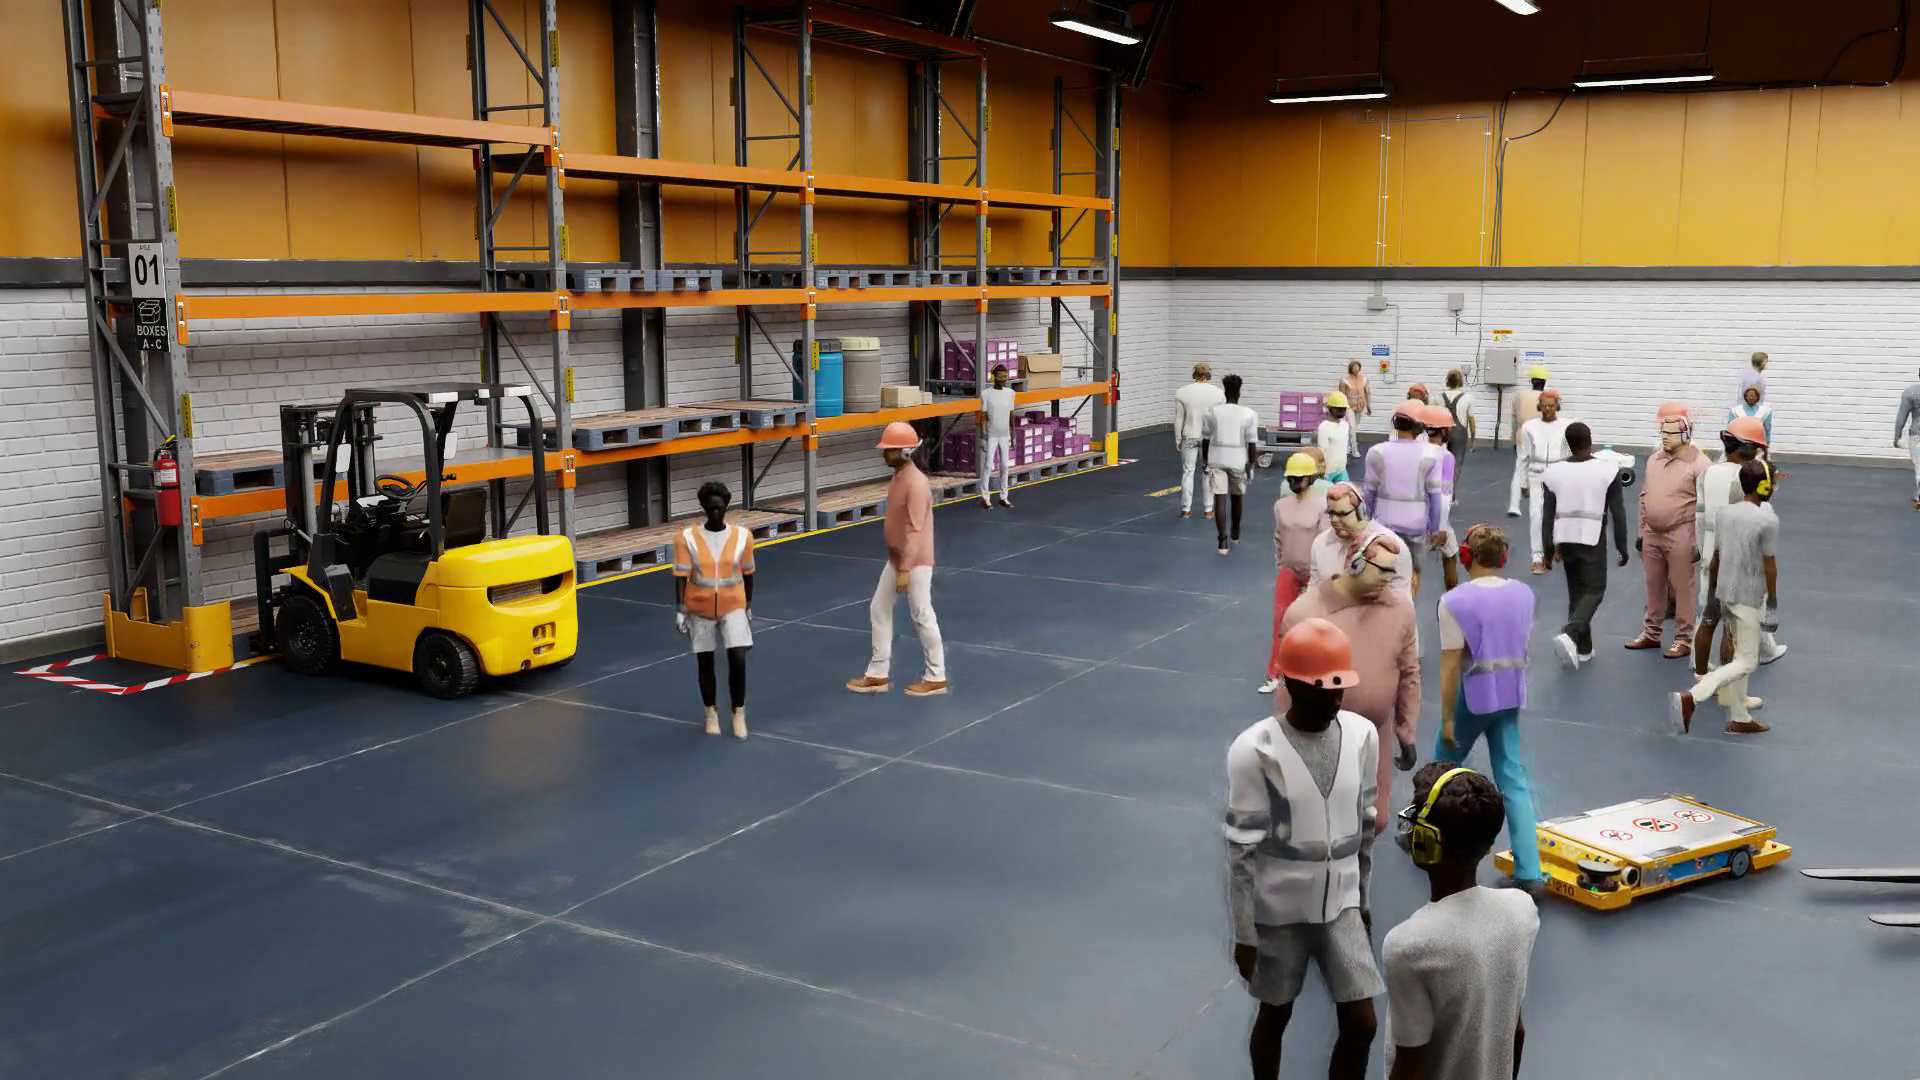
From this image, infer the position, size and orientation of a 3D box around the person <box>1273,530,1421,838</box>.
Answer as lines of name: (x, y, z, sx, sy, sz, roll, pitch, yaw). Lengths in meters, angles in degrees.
person: (1.744, 0.865, 7.610, 0.687, 1.879, 0.643, -2, 9, -11)

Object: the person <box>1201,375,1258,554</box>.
person: (2.929, -0.845, 18.129, 0.608, 1.906, 1.012, 1, 9, 9)

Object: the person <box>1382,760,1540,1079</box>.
person: (1.147, 1.446, 3.998, 0.518, 1.866, 0.326, -7, 11, -37)

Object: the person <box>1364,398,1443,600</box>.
person: (3.522, -0.119, 13.306, 0.620, 2.014, 0.559, 4, 10, 22)

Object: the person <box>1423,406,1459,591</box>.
person: (4.022, -0.207, 14.274, 1.062, 1.887, 0.557, -4, 10, -25)

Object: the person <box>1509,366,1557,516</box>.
person: (7.127, -1.228, 20.697, 0.593, 1.873, 1.021, 6, 11, 35)

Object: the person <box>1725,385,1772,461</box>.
person: (10.056, -1.184, 21.238, 0.515, 1.607, 0.799, 5, 10, 27)

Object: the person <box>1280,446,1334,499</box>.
person: (2.877, 0.024, 13.690, 0.514, 1.586, 0.826, 6, 11, 33)

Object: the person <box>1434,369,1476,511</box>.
person: (6.230, -1.258, 21.085, 0.504, 1.816, 0.928, 6, 11, 35)

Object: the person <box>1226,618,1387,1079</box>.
person: (1.152, 1.203, 5.342, 0.582, 1.914, 0.707, -3, 10, -17)

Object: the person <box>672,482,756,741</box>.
person: (-1.571, 0.469, 10.683, 0.541, 1.679, 0.582, -2, 9, -10)

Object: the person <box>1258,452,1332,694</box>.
person: (2.513, 0.215, 12.086, 0.521, 1.729, 0.875, 7, 12, 38)

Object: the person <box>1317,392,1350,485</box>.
person: (4.089, -0.779, 18.348, 0.542, 1.721, 0.918, -7, 11, -37)

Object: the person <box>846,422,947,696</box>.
person: (-0.473, 0.150, 11.765, 0.839, 1.960, 0.664, -3, 10, -19)

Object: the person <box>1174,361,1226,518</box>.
person: (2.944, -1.221, 20.440, 0.626, 1.935, 0.362, 1, 9, 8)

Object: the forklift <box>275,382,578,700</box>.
forklift: (-3.974, -0.067, 12.417, 2.313, 2.155, 1.214, 5, 11, 30)

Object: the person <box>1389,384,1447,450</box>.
person: (4.743, -0.694, 17.405, 0.601, 1.841, 0.936, 5, 10, 28)

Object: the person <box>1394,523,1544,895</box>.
person: (2.583, 0.814, 8.216, 0.592, 1.787, 1.007, -4, 10, -22)

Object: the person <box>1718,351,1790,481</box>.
person: (11.578, -1.814, 24.295, 1.014, 1.889, 0.648, 4, 10, 24)

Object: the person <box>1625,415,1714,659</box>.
person: (5.585, -0.032, 13.096, 0.409, 1.907, 0.651, -4, 10, -26)

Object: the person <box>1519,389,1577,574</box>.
person: (5.963, -0.605, 16.826, 0.593, 1.866, 0.765, 5, 10, 26)

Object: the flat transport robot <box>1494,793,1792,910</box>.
flat transport robot: (3.447, 1.540, 8.371, 1.431, 0.197, 0.652, -5, 10, -29)

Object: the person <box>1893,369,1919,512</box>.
person: (12.230, -1.320, 21.164, 0.652, 1.891, 0.961, 1, 9, 8)

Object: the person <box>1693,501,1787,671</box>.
person: (5.928, 0.205, 12.595, 0.886, 1.589, 0.539, -5, 10, -28)

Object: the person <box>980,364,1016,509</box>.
person: (0.485, -1.323, 21.315, 0.512, 1.860, 0.318, -4, 10, -25)

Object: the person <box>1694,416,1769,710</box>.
person: (5.361, 0.154, 11.540, 0.388, 2.034, 0.605, -2, 9, -13)

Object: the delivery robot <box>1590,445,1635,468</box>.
delivery robot: (9.234, -1.109, 23.732, 0.707, 0.478, 0.477, 3, 9, 16)

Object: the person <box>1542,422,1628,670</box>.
person: (4.731, 0.045, 12.729, 0.649, 1.873, 0.816, 8, 12, 40)

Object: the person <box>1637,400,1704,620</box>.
person: (6.144, -0.248, 14.417, 0.399, 1.923, 0.542, -4, 10, -23)

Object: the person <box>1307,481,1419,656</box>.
person: (2.179, 0.603, 9.246, 0.608, 1.867, 0.670, -6, 11, -33)

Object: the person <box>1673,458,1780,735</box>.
person: (4.958, 0.392, 10.697, 0.767, 1.842, 0.489, -2, 9, -14)

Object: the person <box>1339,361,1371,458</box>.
person: (6.480, -2.176, 27.458, 0.505, 1.593, 0.886, -2, 9, -15)
